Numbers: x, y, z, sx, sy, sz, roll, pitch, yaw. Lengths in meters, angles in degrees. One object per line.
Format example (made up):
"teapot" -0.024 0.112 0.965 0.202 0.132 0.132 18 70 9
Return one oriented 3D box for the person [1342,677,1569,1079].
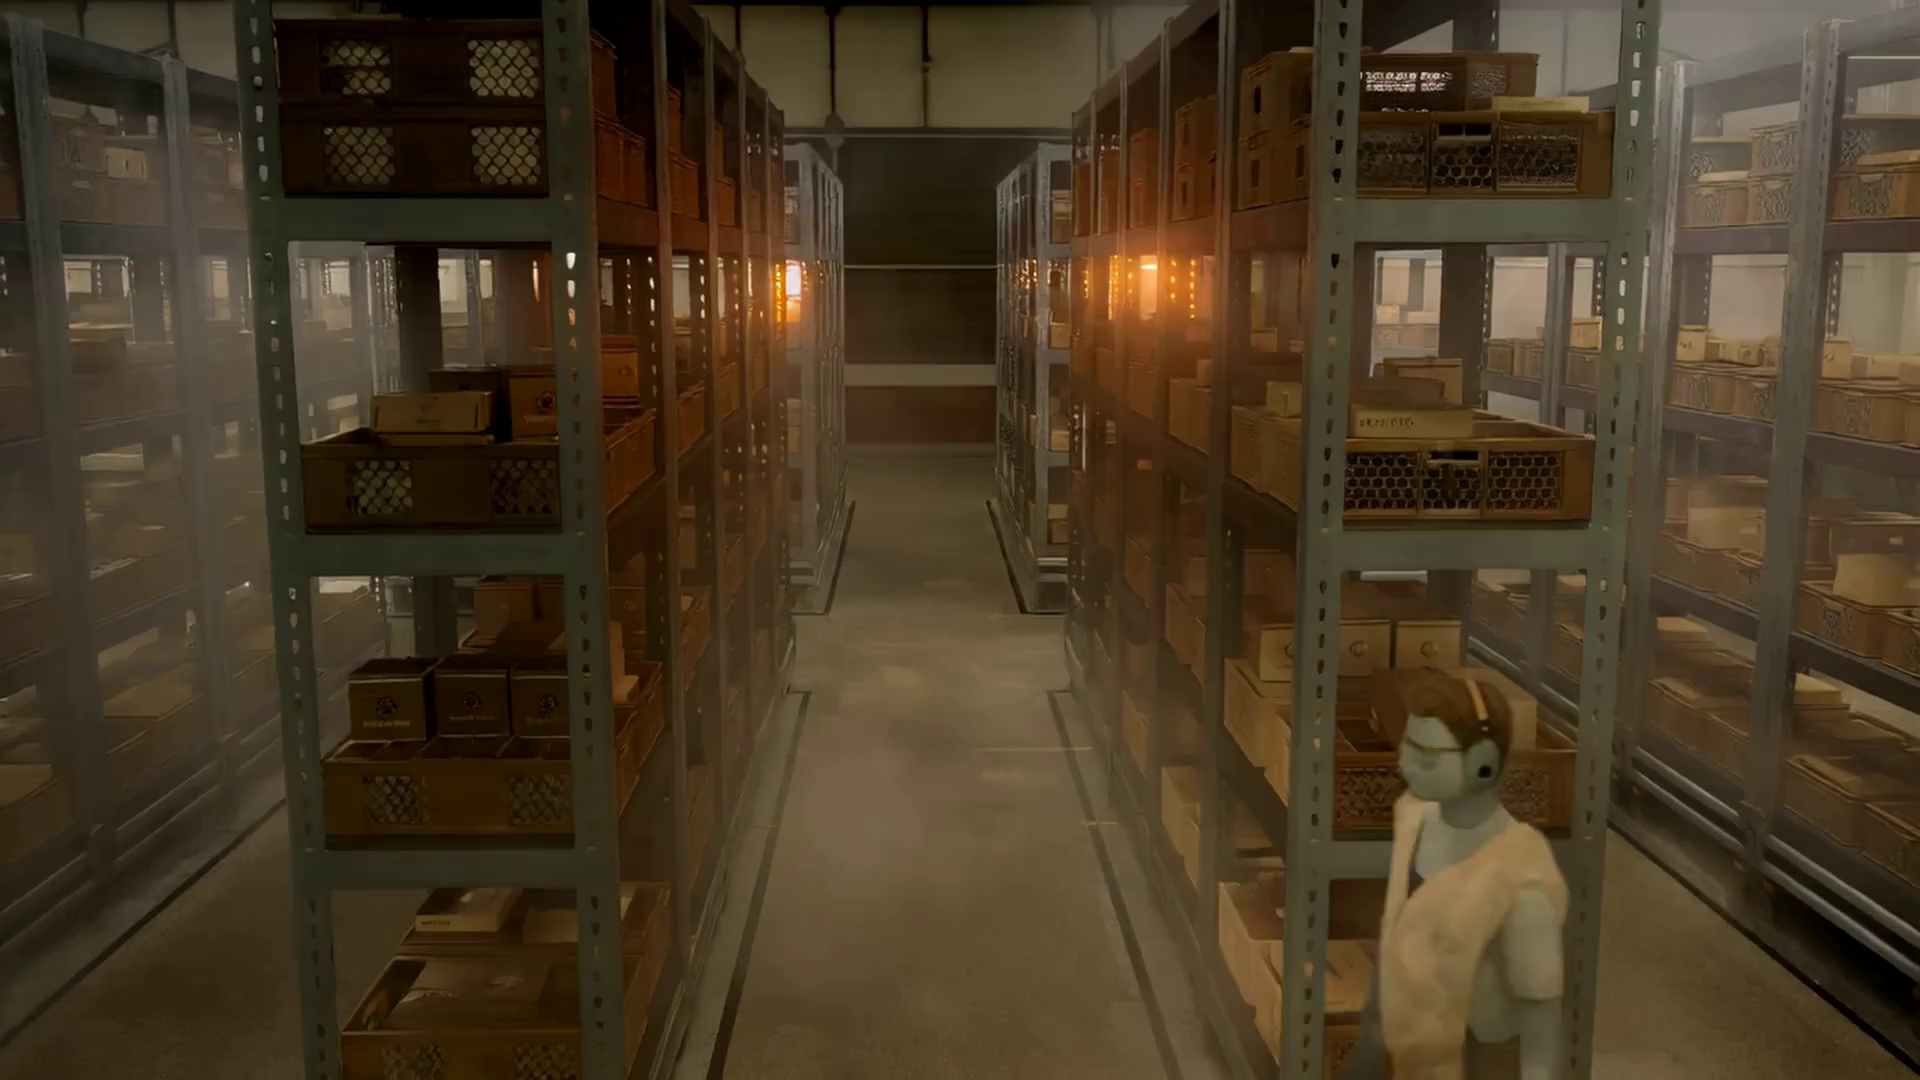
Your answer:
"person" 1.057 1.187 3.632 0.443 1.830 0.575 -1 9 -5
